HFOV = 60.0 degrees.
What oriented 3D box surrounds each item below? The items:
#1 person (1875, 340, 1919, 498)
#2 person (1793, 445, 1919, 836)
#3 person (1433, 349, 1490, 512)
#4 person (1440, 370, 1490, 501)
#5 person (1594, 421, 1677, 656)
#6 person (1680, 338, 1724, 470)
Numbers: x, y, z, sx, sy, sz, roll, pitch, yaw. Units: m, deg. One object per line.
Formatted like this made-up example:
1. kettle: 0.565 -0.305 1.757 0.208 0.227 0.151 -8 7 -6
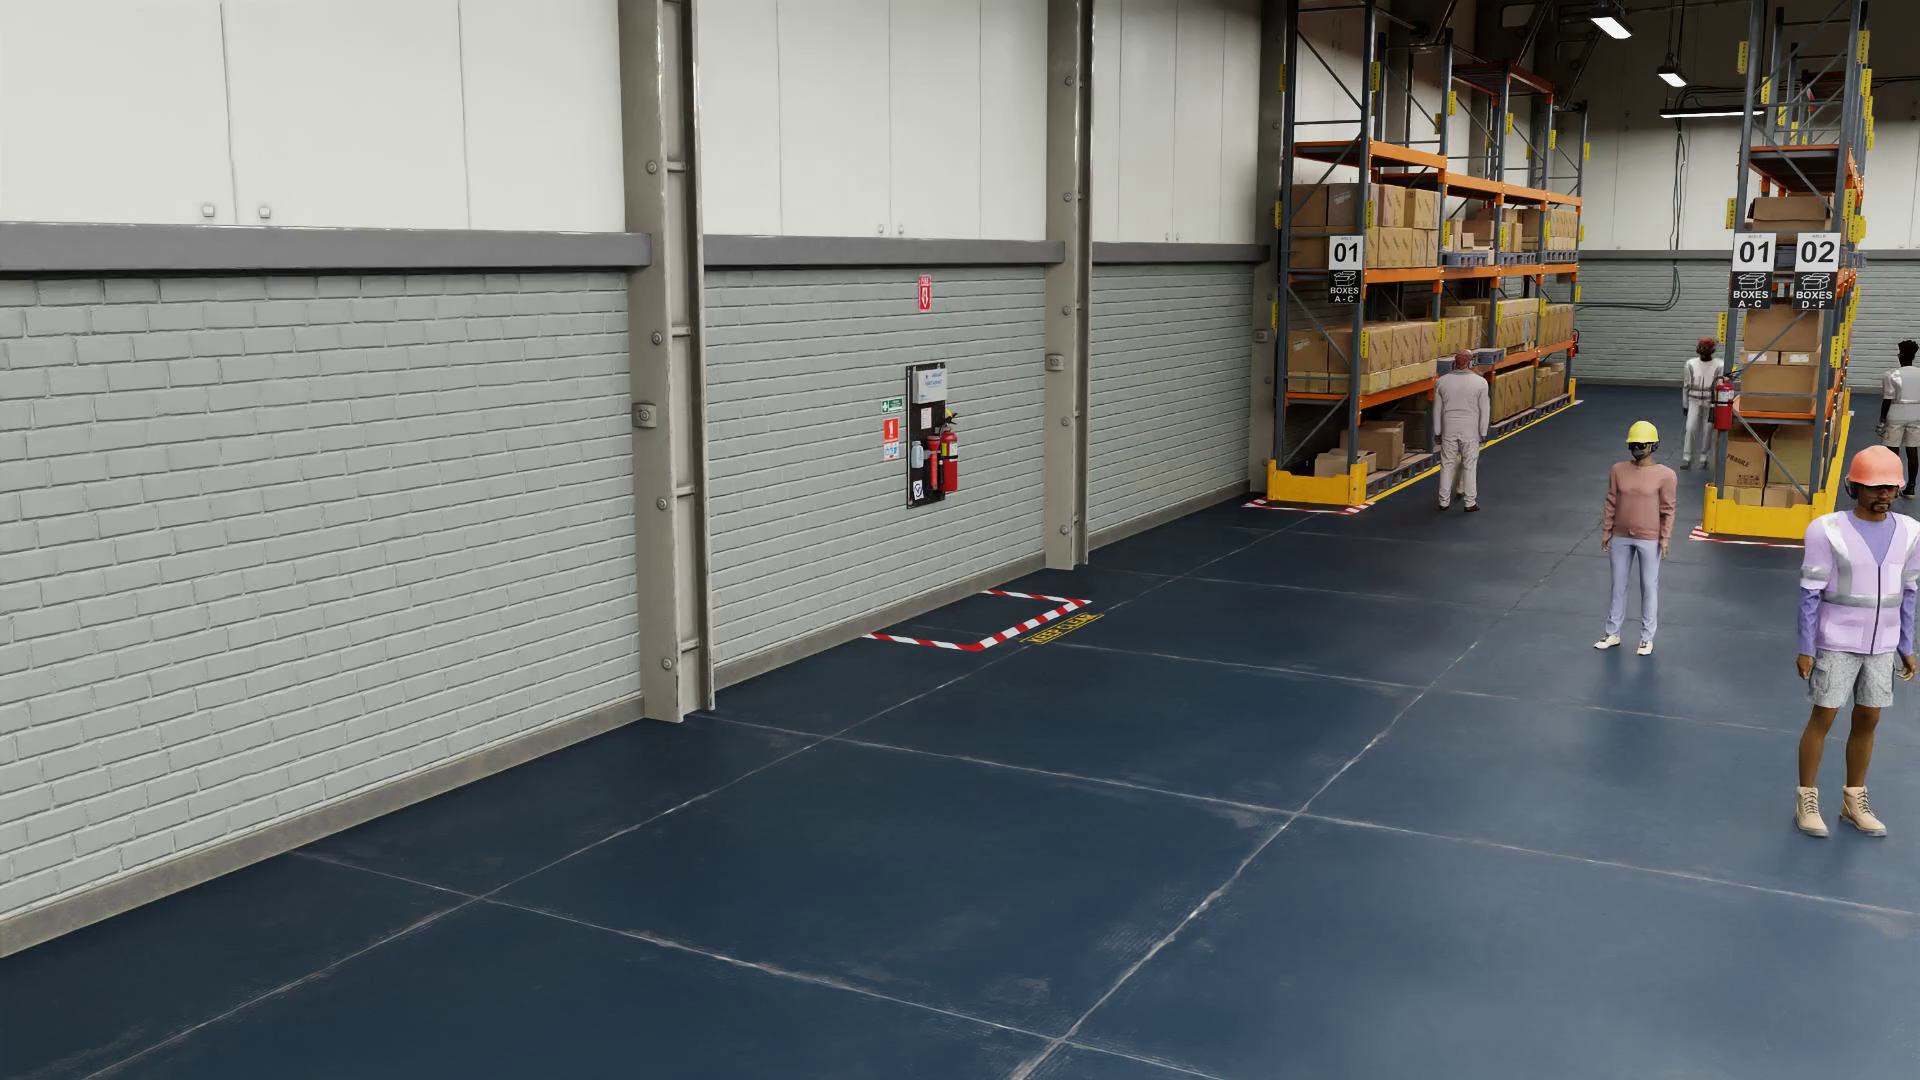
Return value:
1. person: 11.664 -1.490 20.580 0.600 1.967 0.368 0 10 0
2. person: 4.624 0.528 8.542 0.615 2.041 0.392 0 10 -1
3. person: 5.889 -1.281 19.535 0.649 1.907 0.409 5 11 29
4. person: 6.162 -1.270 20.307 0.570 1.607 0.375 0 10 1
5. person: 5.098 -0.016 12.536 0.523 1.769 0.315 9 13 43
6. person: 10.345 -1.876 23.164 0.589 1.840 0.933 6 11 30
